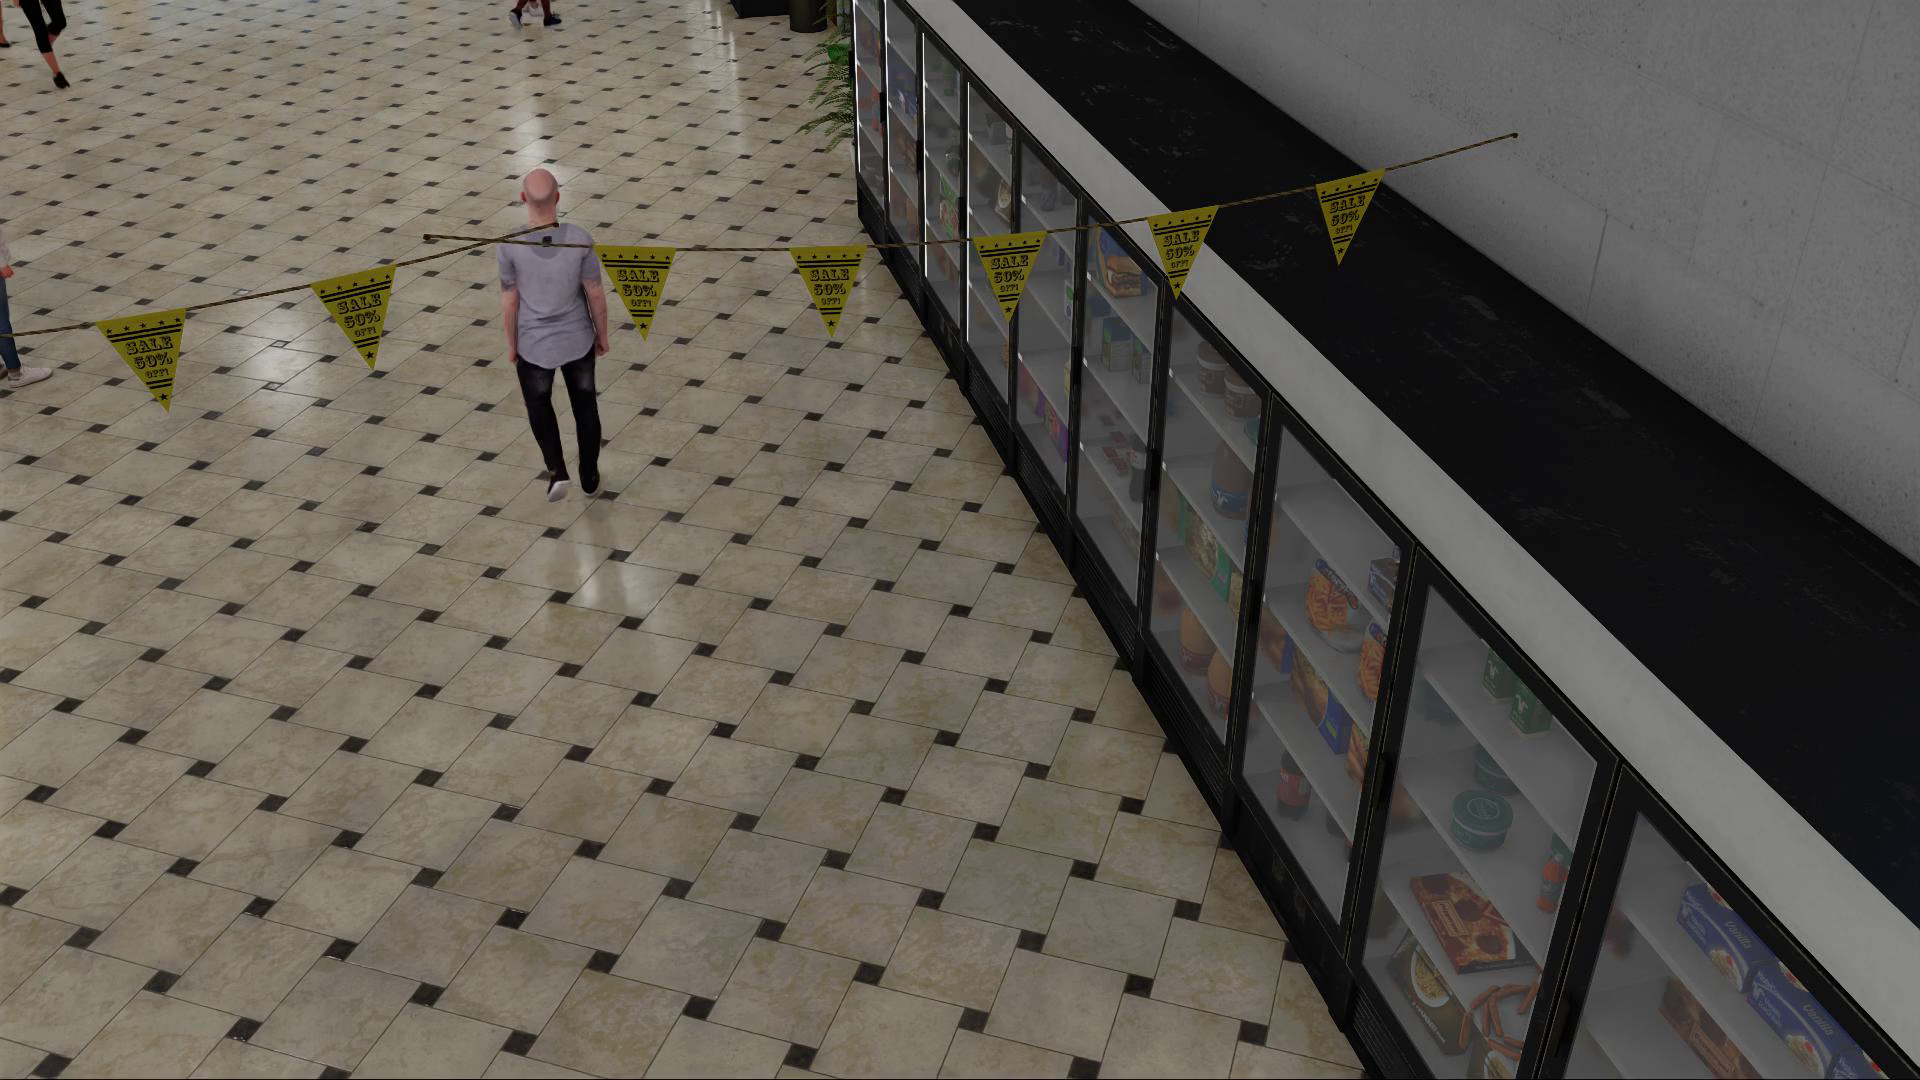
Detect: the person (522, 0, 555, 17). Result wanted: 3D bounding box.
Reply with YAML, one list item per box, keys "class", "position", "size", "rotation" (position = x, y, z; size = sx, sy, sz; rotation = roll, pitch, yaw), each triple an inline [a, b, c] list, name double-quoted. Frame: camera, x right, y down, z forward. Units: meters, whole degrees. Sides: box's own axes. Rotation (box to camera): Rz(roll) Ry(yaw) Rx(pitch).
- class: "person"
  position: [-4.518, -6.316, 17.187]
  size: [0.612, 1.705, 0.662]
  rotation: [-19, 37, -28]

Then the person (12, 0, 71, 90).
- class: "person"
  position: [-8.416, -5.009, 15.084]
  size: [0.967, 1.707, 1.026]
  rotation: [27, 41, 36]

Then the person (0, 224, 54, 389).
- class: "person"
  position: [-5.825, -1.692, 9.820]
  size: [0.696, 1.636, 0.767]
  rotation: [15, 35, 23]

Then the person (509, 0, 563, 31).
- class: "person"
  position: [-4.352, -5.771, 16.733]
  size: [0.789, 1.257, 0.879]
  rotation: [21, 38, 30]

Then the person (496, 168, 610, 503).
- class: "person"
  position: [-2.058, -0.972, 8.489]
  size: [0.741, 1.820, 0.738]
  rotation: [-9, 33, -14]
